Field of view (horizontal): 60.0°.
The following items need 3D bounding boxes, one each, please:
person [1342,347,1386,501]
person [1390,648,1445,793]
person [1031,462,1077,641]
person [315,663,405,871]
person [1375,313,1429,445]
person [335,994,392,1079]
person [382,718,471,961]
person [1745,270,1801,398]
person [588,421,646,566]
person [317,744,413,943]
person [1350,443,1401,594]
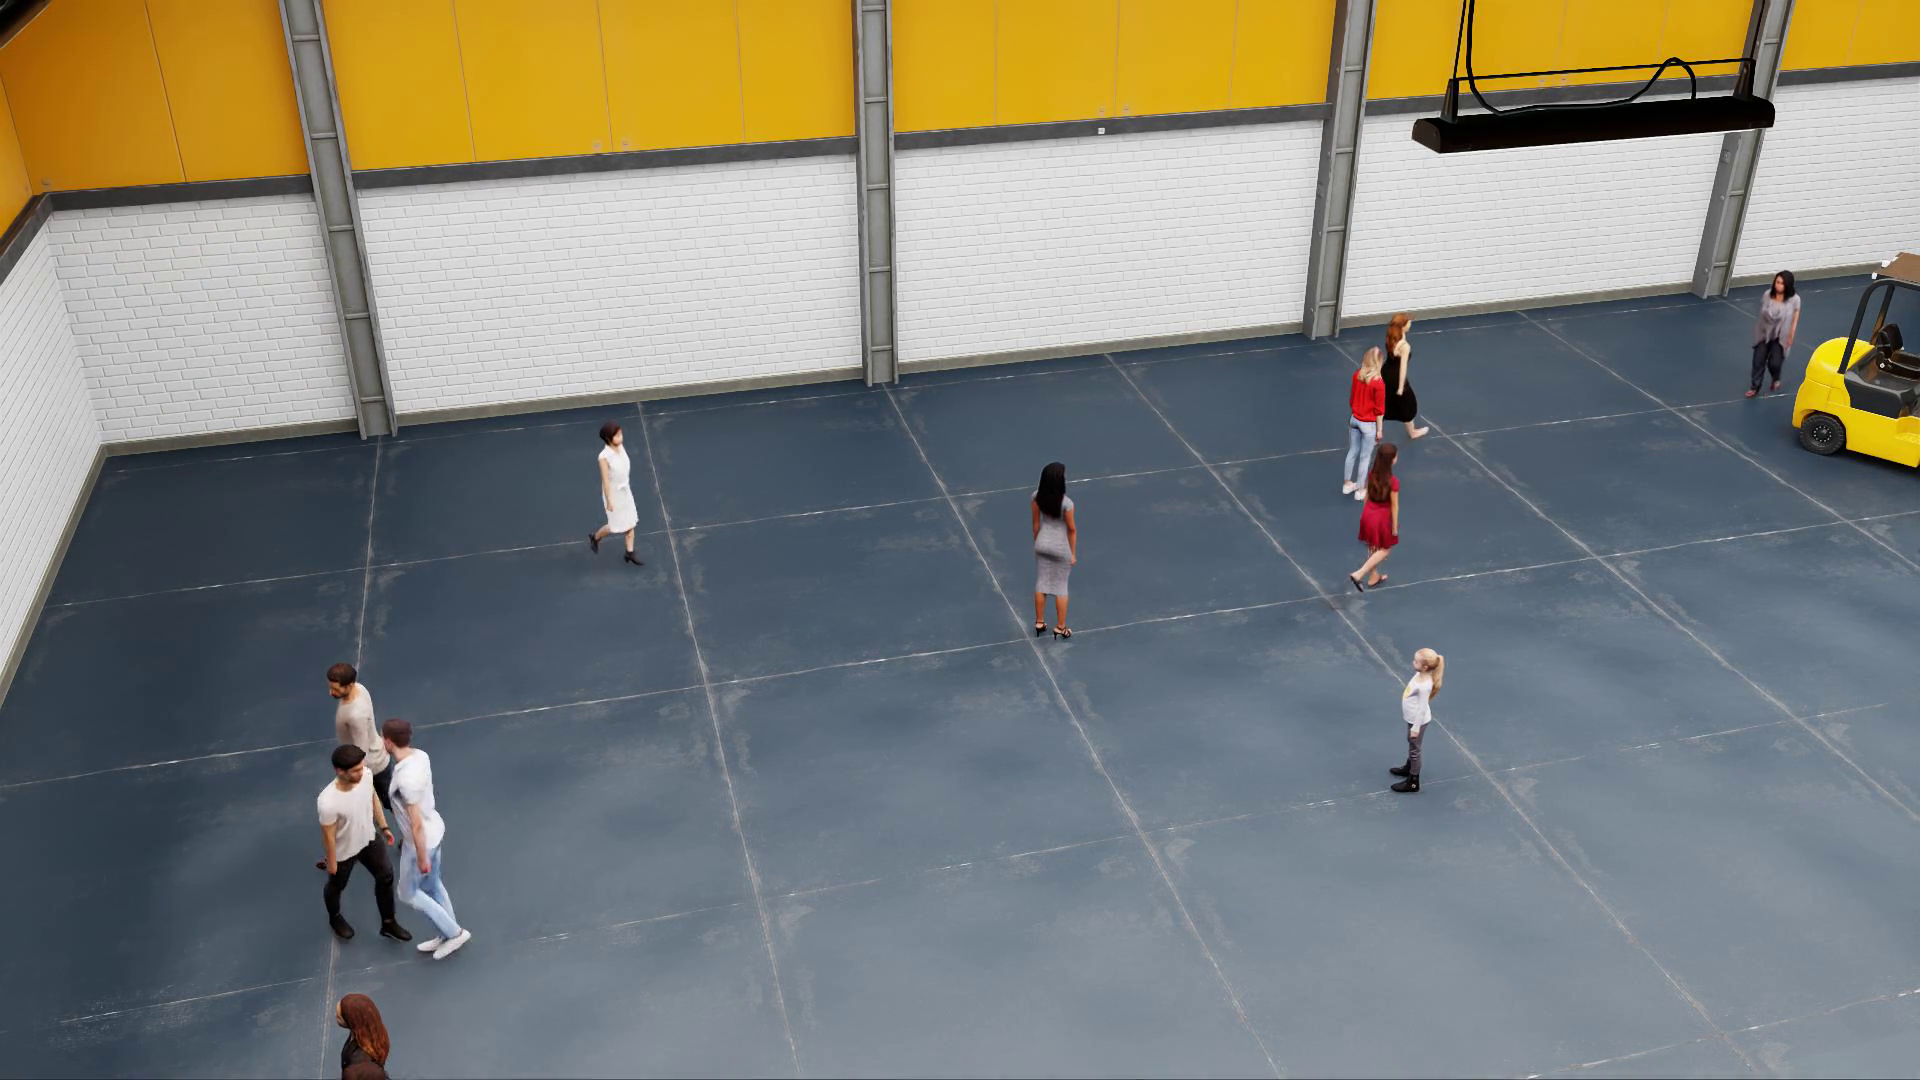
[{"bbox_3d":[4.289,-1.242,17.636,0.605,1.704,0.671,-16,33,-27],"label":"person"},{"bbox_3d":[3.637,1.414,13.211,0.601,1.279,0.571,5,29,10],"label":"person"},{"bbox_3d":[0.846,0.103,15.090,0.655,1.781,0.714,16,32,26],"label":"person"},{"bbox_3d":[-4.253,1.643,12.242,1.197,1.805,0.888,-12,31,-21],"label":"person"},{"bbox_3d":[4.794,-1.768,18.725,1.063,1.585,0.653,-11,30,-19],"label":"person"},{"bbox_3d":[-3.422,3.216,9.695,0.528,1.483,0.579,-5,29,-9],"label":"person"},{"bbox_3d":[-3.613,2.060,11.466,0.704,1.815,0.755,-7,29,-13],"label":"person"},{"bbox_3d":[9.838,-2.492,20.045,0.812,1.592,0.892,26,38,38],"label":"person"},{"bbox_3d":[-3.432,-0.443,16.342,0.904,1.541,0.797,9,30,17],"label":"person"},{"bbox_3d":[-4.271,2.073,11.594,1.031,1.670,0.972,19,34,30],"label":"person"},{"bbox_3d":[3.962,-0.183,15.864,0.908,1.542,0.717,-19,34,-31],"label":"person"}]
